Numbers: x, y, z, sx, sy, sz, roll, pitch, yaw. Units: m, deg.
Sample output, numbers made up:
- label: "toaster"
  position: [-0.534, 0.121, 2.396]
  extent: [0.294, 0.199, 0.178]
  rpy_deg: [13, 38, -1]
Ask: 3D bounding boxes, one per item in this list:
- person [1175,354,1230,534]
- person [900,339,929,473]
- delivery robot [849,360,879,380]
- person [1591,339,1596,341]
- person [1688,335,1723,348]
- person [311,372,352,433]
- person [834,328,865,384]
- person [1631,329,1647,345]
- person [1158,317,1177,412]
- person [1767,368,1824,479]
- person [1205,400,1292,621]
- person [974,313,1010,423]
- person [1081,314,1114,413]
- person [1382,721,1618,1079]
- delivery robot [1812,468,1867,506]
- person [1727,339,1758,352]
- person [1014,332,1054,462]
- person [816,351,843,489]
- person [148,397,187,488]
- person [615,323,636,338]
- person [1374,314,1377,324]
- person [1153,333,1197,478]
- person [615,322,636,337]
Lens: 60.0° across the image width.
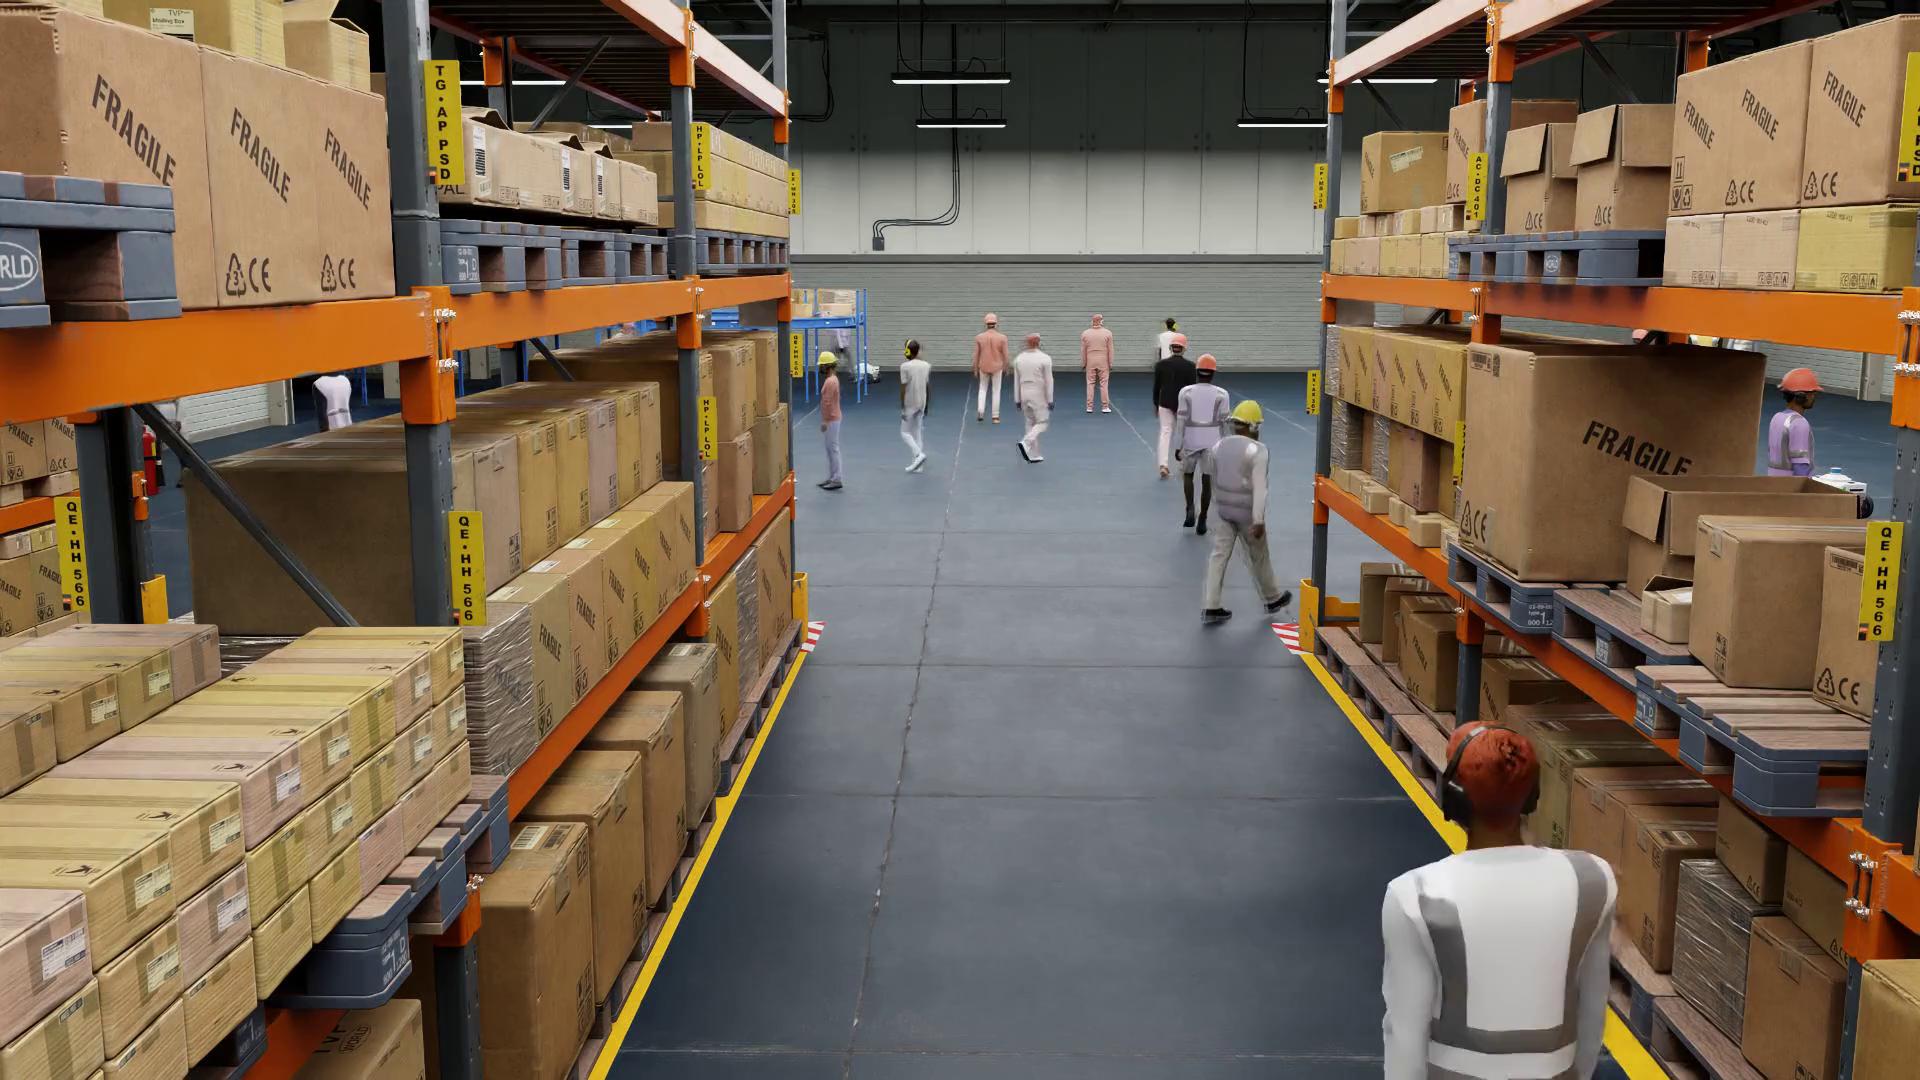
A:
- label: "person"
  position: [2.617, -1.042, 17.938]
  extent: [0.586, 1.921, 0.474]
  rpy_deg: [1, 10, 8]
- label: "person"
  position: [-0.602, -1.849, 22.994]
  extent: [0.511, 1.852, 0.456]
  rpy_deg: [-7, 12, -35]
- label: "delivery robot"
  position: [-2.322, -4.094, 40.158]
  extent: [0.707, 0.478, 0.477]
  rpy_deg: [4, 11, 25]
- label: "person"
  position: [10.029, -2.308, 26.176]
  extent: [0.847, 1.705, 0.492]
  rpy_deg: [-2, 10, -10]
- label: "person"
  position: [14.458, -3.397, 32.288]
  extent: [0.633, 1.842, 0.429]
  rpy_deg: [5, 11, 28]
- label: "person"
  position: [-7.422, -1.273, 19.452]
  extent: [0.923, 1.882, 0.598]
  rpy_deg: [4, 10, 23]
- label: "person"
  position: [-2.727, -4.658, 39.743]
  extent: [1.009, 1.872, 0.614]
  rpy_deg: [6, 11, 31]
- label: "person"
  position: [10.224, -2.253, 25.193]
  extent: [0.579, 1.917, 0.535]
  rpy_deg: [3, 10, 17]
- label: "person"
  position: [4.155, -3.435, 32.549]
  extent: [0.557, 1.825, 0.933]
  rpy_deg: [8, 12, 40]
- label: "person"
  position: [6.794, -0.378, 13.593]
  extent: [0.365, 2.048, 0.608]
  rpy_deg: [1, 10, 5]
- label: "person"
  position: [2.336, -0.244, 13.564]
  extent: [0.916, 1.779, 0.621]
  rpy_deg: [-8, 12, -39]
- label: "person"
  position: [0.578, -3.104, 30.091]
  extent: [0.641, 1.988, 0.464]
  rpy_deg: [2, 10, 11]
- label: "person"
  position: [2.664, -3.407, 32.180]
  extent: [0.639, 1.902, 0.406]
  rpy_deg: [2, 10, 14]
- label: "person"
  position: [1.250, 1.348, 3.832]
  extent: [0.566, 1.855, 0.894]
  rpy_deg: [0, 9, -3]
- label: "delivery robot"
  position: [10.076, -0.590, 19.166]
  extent: [0.477, 0.478, 0.707]
  rpy_deg: [-2, 10, -12]
- label: "person"
  position: [16.811, -4.012, 35.723]
  extent: [0.628, 1.926, 0.750]
  rpy_deg: [-1, 10, -6]
- label: "person"
  position: [1.037, -2.046, 24.033]
  extent: [0.642, 1.894, 0.648]
  rpy_deg: [8, 12, 40]
- label: "person"
  position: [-1.680, -1.540, 21.398]
  extent: [0.329, 1.766, 0.540]
  rpy_deg: [-1, 10, -4]
- label: "person"
  position: [-10.140, -1.563, 21.181]
  extent: [0.565, 1.891, 0.991]
  rpy_deg: [0, 9, 0]
- label: "person"
  position: [-5.769, -2.800, 28.652]
  extent: [0.703, 1.875, 0.436]
  rpy_deg: [-5, 11, -29]
- label: "person"
  position: [9.260, -4.290, 37.784]
  extent: [0.636, 1.808, 0.941]
  rpy_deg: [2, 10, 13]
- label: "person"
  position: [2.907, -1.837, 22.633]
  extent: [0.625, 1.949, 1.018]
  rpy_deg: [3, 10, 19]
- label: "person"
  position: [-6.101, -3.181, 30.745]
  extent: [0.712, 1.913, 0.557]
  rpy_deg: [2, 10, 12]
